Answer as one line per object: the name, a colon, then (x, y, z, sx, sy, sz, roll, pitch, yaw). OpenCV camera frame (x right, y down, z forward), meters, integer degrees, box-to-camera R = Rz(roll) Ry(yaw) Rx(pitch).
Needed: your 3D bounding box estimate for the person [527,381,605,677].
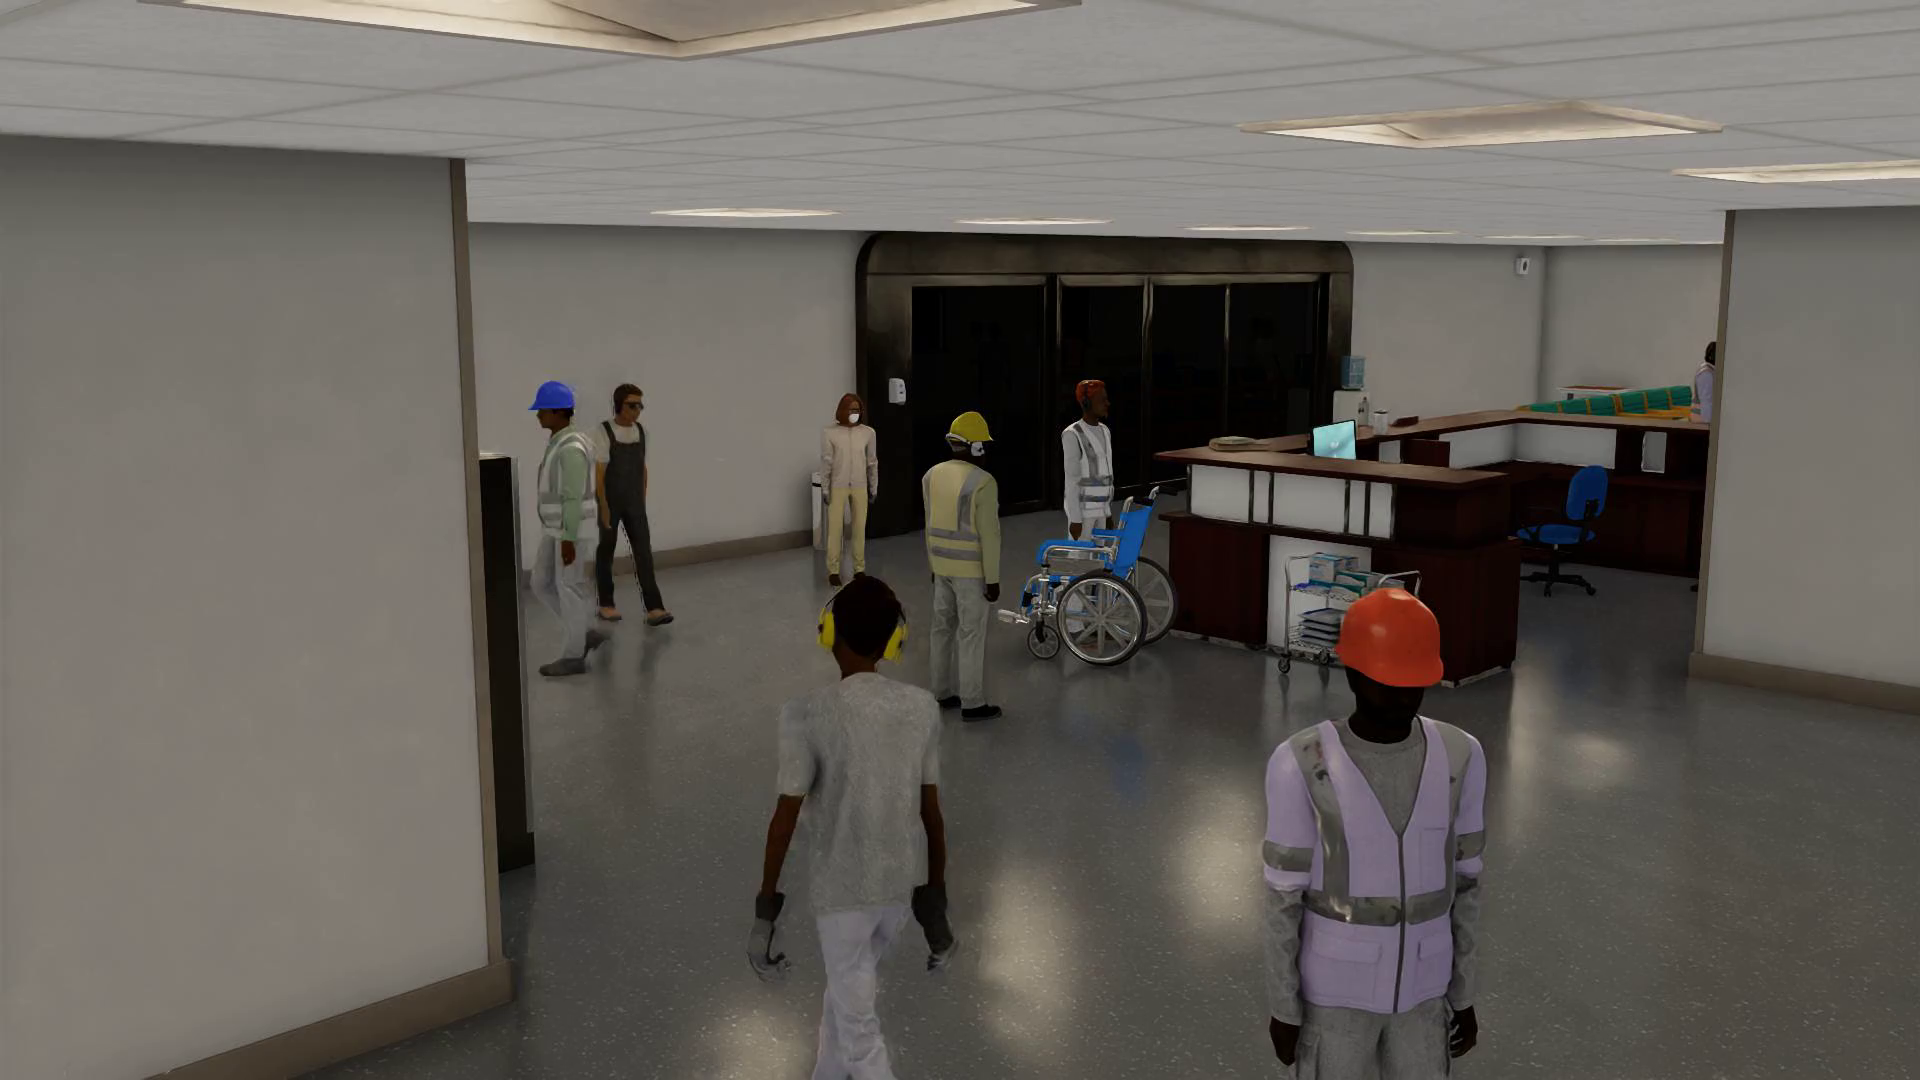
person: (-2.584, -0.067, 10.824, 0.432, 1.936, 0.632, -4, 10, -24)

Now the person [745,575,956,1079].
person: (-0.242, 1.022, 4.577, 0.602, 1.807, 0.957, -7, 12, -37)

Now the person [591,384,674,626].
person: (-2.456, -0.244, 12.318, 0.531, 1.794, 0.957, -7, 12, -38)

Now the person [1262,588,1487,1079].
person: (0.993, 1.058, 3.984, 0.539, 1.929, 0.384, -2, 9, -9)

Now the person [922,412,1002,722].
person: (0.030, 0.157, 9.826, 0.403, 1.824, 0.597, -8, 12, -42)

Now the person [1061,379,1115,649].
person: (0.920, -0.191, 11.754, 0.356, 1.885, 0.574, 5, 11, 29)

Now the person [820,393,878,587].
person: (-0.929, -0.422, 13.983, 0.504, 1.627, 0.285, -4, 10, -22)
